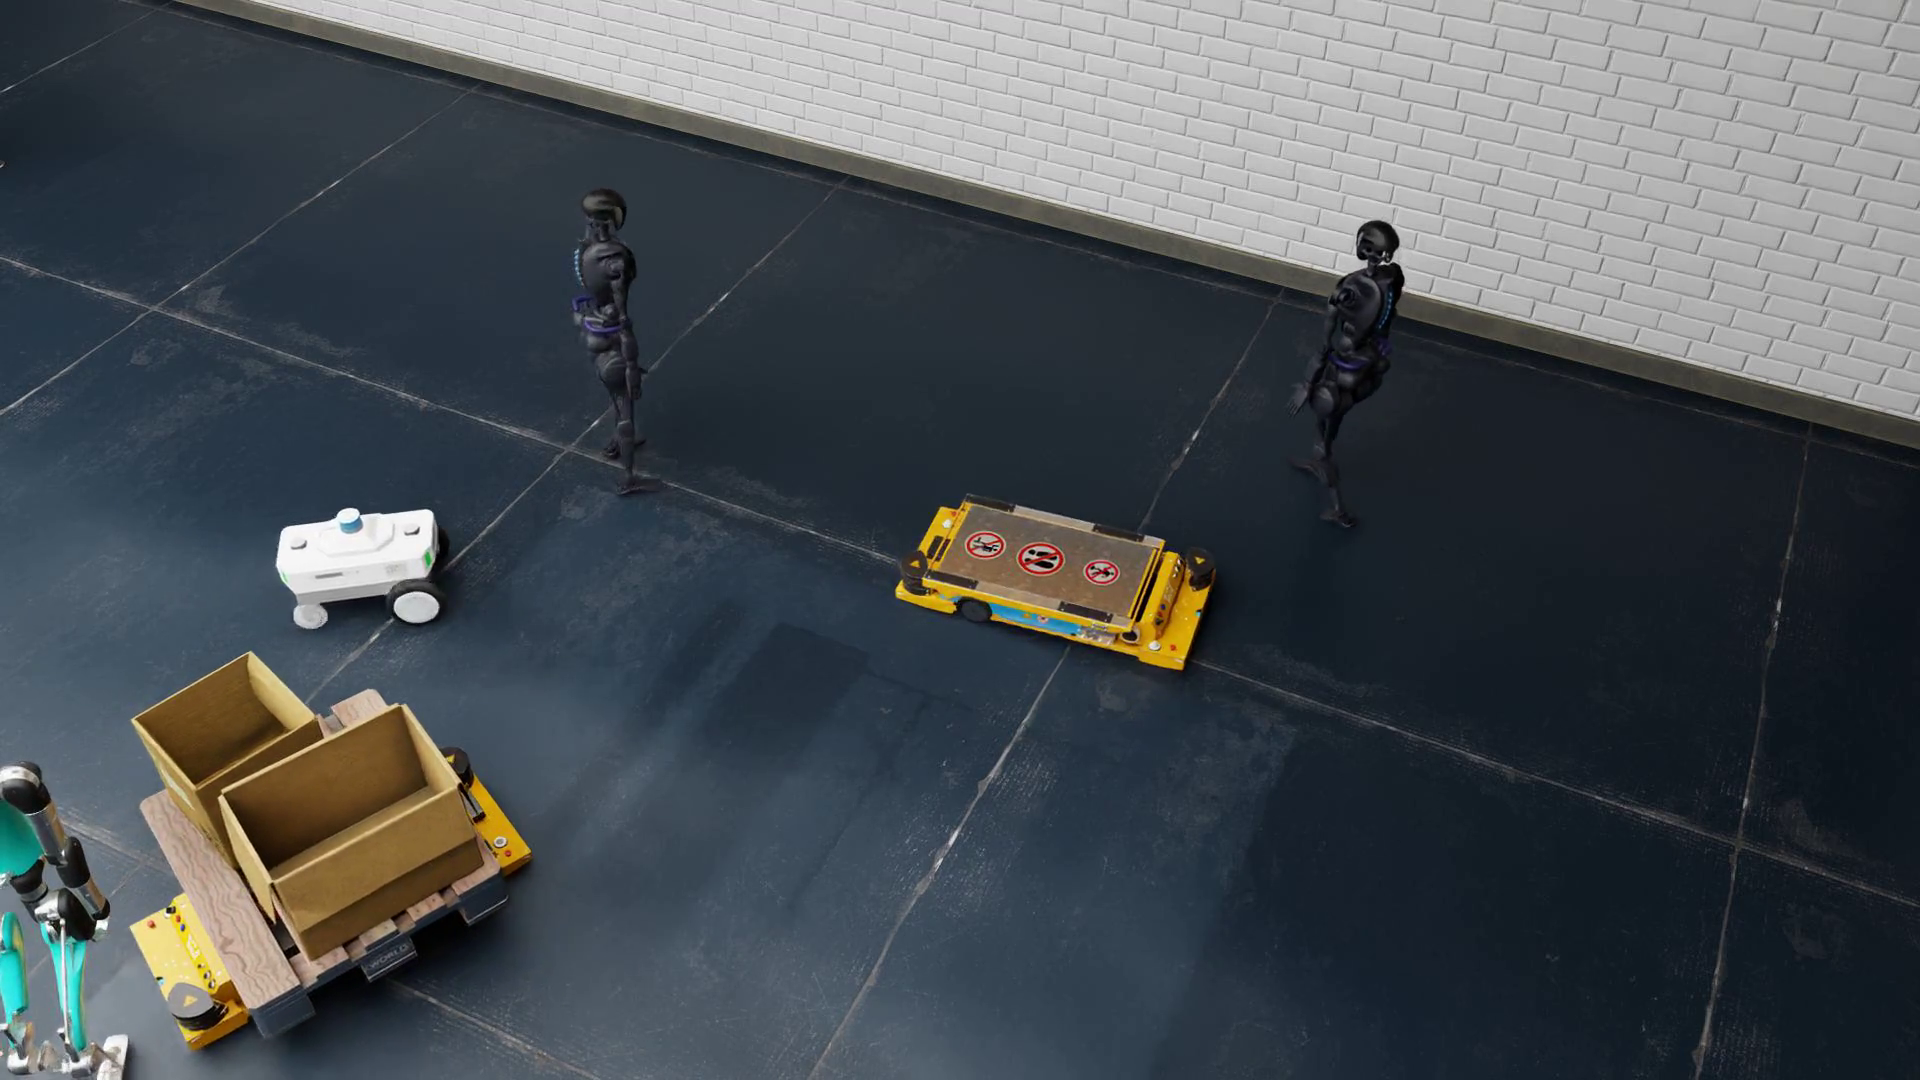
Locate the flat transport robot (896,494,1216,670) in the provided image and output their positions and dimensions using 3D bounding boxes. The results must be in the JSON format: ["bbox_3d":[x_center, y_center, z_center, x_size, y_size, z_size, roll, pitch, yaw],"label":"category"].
[{"bbox_3d":[0.469,0.183,8.057,1.431,0.231,0.659,13,44,14],"label":"flat transport robot"}]

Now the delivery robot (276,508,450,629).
[{"bbox_3d":[-2.828,0.106,7.942,0.814,0.610,0.499,-8,43,-8],"label":"delivery robot"}]

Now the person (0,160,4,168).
[{"bbox_3d":[-6.631,-3.091,10.585,0.501,1.631,0.281,19,46,19],"label":"person"}]

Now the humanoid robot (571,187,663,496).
[{"bbox_3d":[-1.744,-1.010,8.316,0.380,1.634,0.586,-20,46,-20],"label":"humanoid robot"}]

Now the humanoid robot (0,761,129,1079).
[{"bbox_3d":[-3.190,1.437,5.634,0.531,1.813,0.661,-6,43,-7],"label":"humanoid robot"}]

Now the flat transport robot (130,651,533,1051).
[{"bbox_3d":[-2.533,1.408,6.736,1.431,0.231,0.659,-28,50,-27],"label":"flat transport robot"}]

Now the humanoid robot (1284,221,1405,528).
[{"bbox_3d":[1.882,-0.809,8.116,0.608,1.656,0.585,-29,50,-28],"label":"humanoid robot"}]
